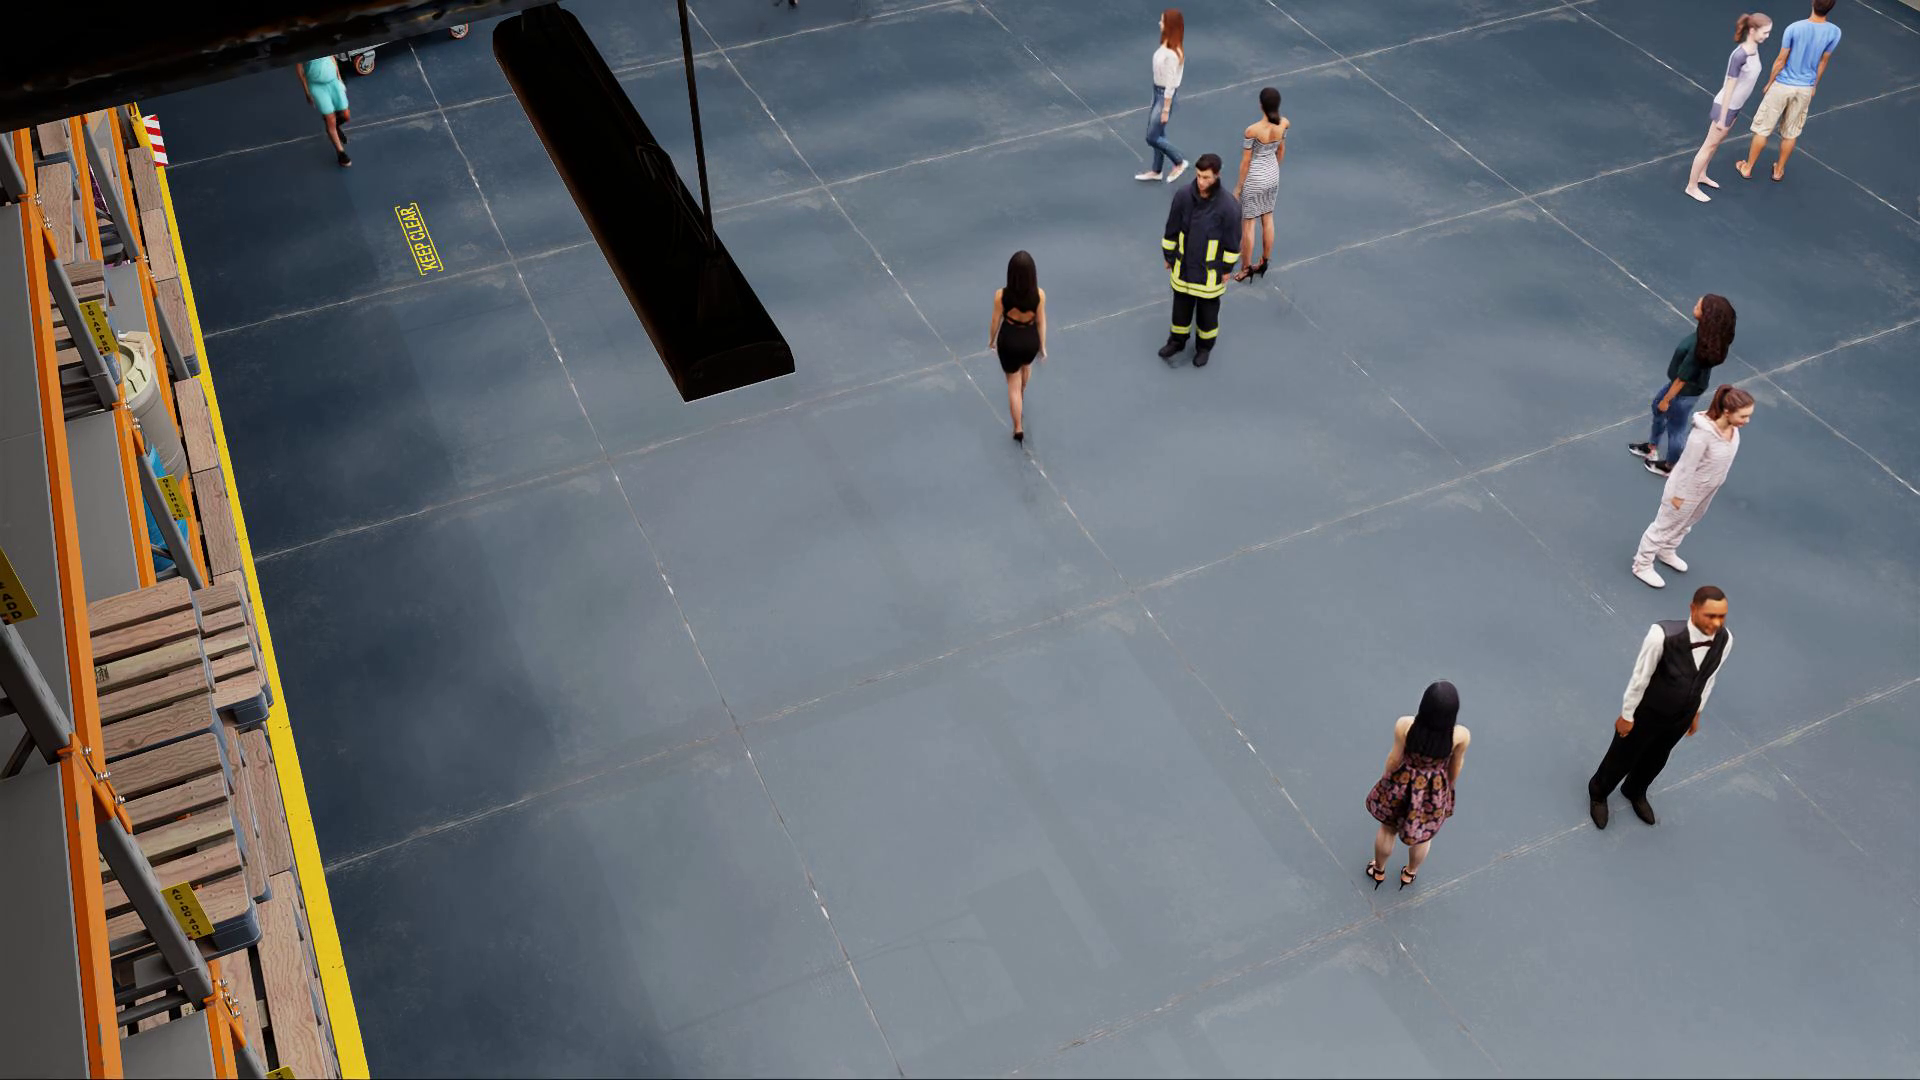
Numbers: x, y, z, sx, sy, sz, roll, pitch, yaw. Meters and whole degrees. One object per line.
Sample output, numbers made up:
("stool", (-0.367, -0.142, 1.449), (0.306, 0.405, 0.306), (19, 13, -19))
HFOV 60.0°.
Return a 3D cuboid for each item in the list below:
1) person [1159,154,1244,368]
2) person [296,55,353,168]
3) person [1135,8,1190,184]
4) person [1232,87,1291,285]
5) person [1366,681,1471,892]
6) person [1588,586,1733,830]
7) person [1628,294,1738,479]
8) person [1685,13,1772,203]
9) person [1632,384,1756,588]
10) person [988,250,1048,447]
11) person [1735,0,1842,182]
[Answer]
("person", (1.927, -2.251, 13.284), (0.854, 1.927, 0.954), (20, 47, 19))
("person", (-6.038, -4.314, 15.726), (0.646, 1.547, 0.796), (-29, 51, -27))
("person", (1.959, -4.065, 15.336), (0.809, 1.724, 0.774), (-1, 44, -1))
("person", (2.560, -3.013, 14.161), (0.606, 1.822, 0.525), (-20, 47, -20))
("person", (2.618, 1.420, 9.542), (0.801, 1.775, 0.847), (7, 44, 8))
("person", (4.181, 0.977, 9.902), (0.757, 1.918, 0.703), (-4, 44, -5))
("person", (5.444, -1.088, 12.294), (0.800, 1.609, 0.736), (30, 51, 27))
("person", (7.036, -3.987, 15.224), (0.694, 1.766, 0.670), (28, 50, 26))
("person", (5.069, -0.409, 11.526), (0.671, 1.685, 0.630), (-27, 50, -25))
("person", (0.451, -1.404, 12.618), (0.818, 1.621, 1.056), (-3, 44, -3))
("person", (7.705, -4.200, 15.377), (0.738, 1.864, 0.763), (7, 44, 7))
